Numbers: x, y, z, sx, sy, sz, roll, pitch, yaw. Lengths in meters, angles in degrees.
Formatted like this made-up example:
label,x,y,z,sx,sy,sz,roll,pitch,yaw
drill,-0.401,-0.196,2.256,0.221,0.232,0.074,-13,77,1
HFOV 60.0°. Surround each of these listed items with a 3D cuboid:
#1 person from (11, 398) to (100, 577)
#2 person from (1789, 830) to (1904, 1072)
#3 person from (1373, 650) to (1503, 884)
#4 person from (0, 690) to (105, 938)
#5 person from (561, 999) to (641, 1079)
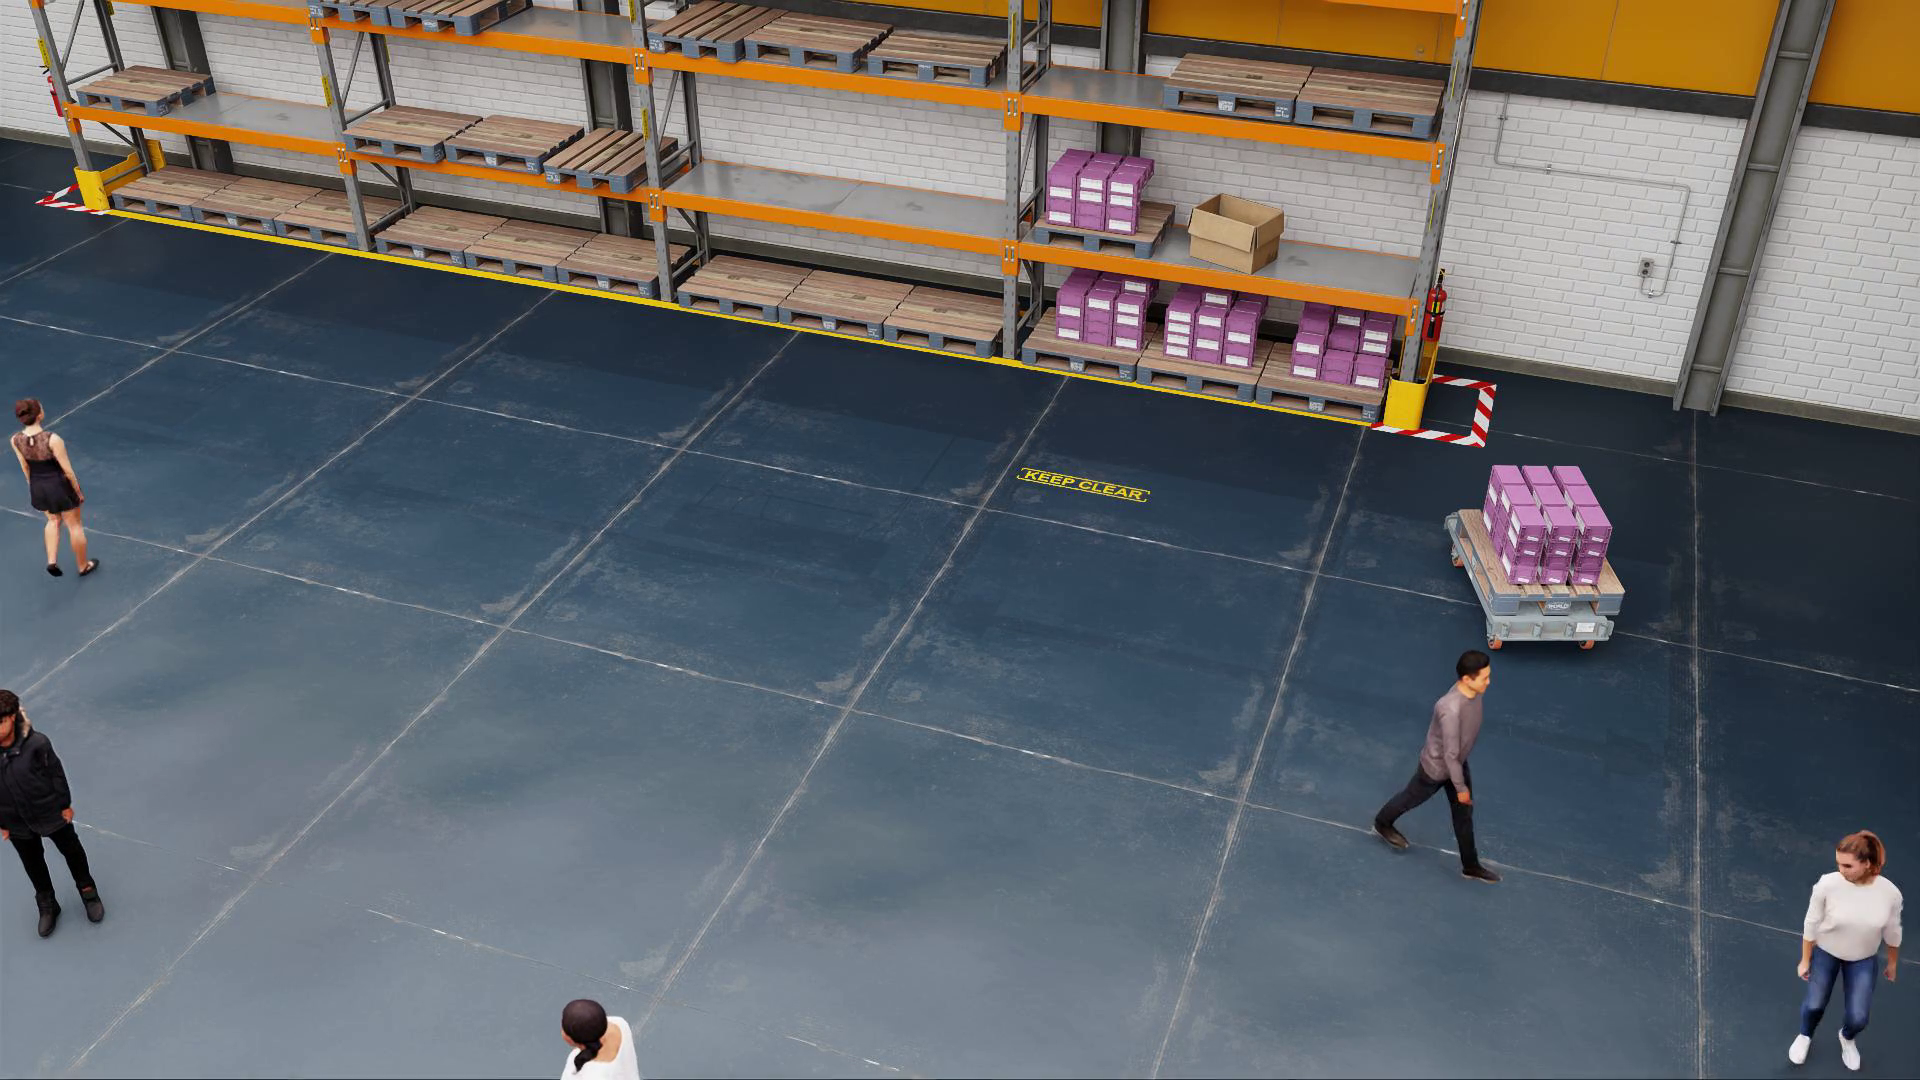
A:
label,x,y,z,sx,sy,sz,roll,pitch,yaw
person,-7.396,-0.365,13.483,0.747,1.665,0.769,1,34,1
person,4.986,2.339,9.376,0.533,1.707,0.783,6,34,9
person,3.046,1.415,10.761,1.240,1.712,0.972,23,40,30
person,-5.765,1.661,10.330,0.733,1.780,0.800,-12,36,-18
person,-1.789,2.957,8.465,0.717,1.687,0.731,3,34,4
